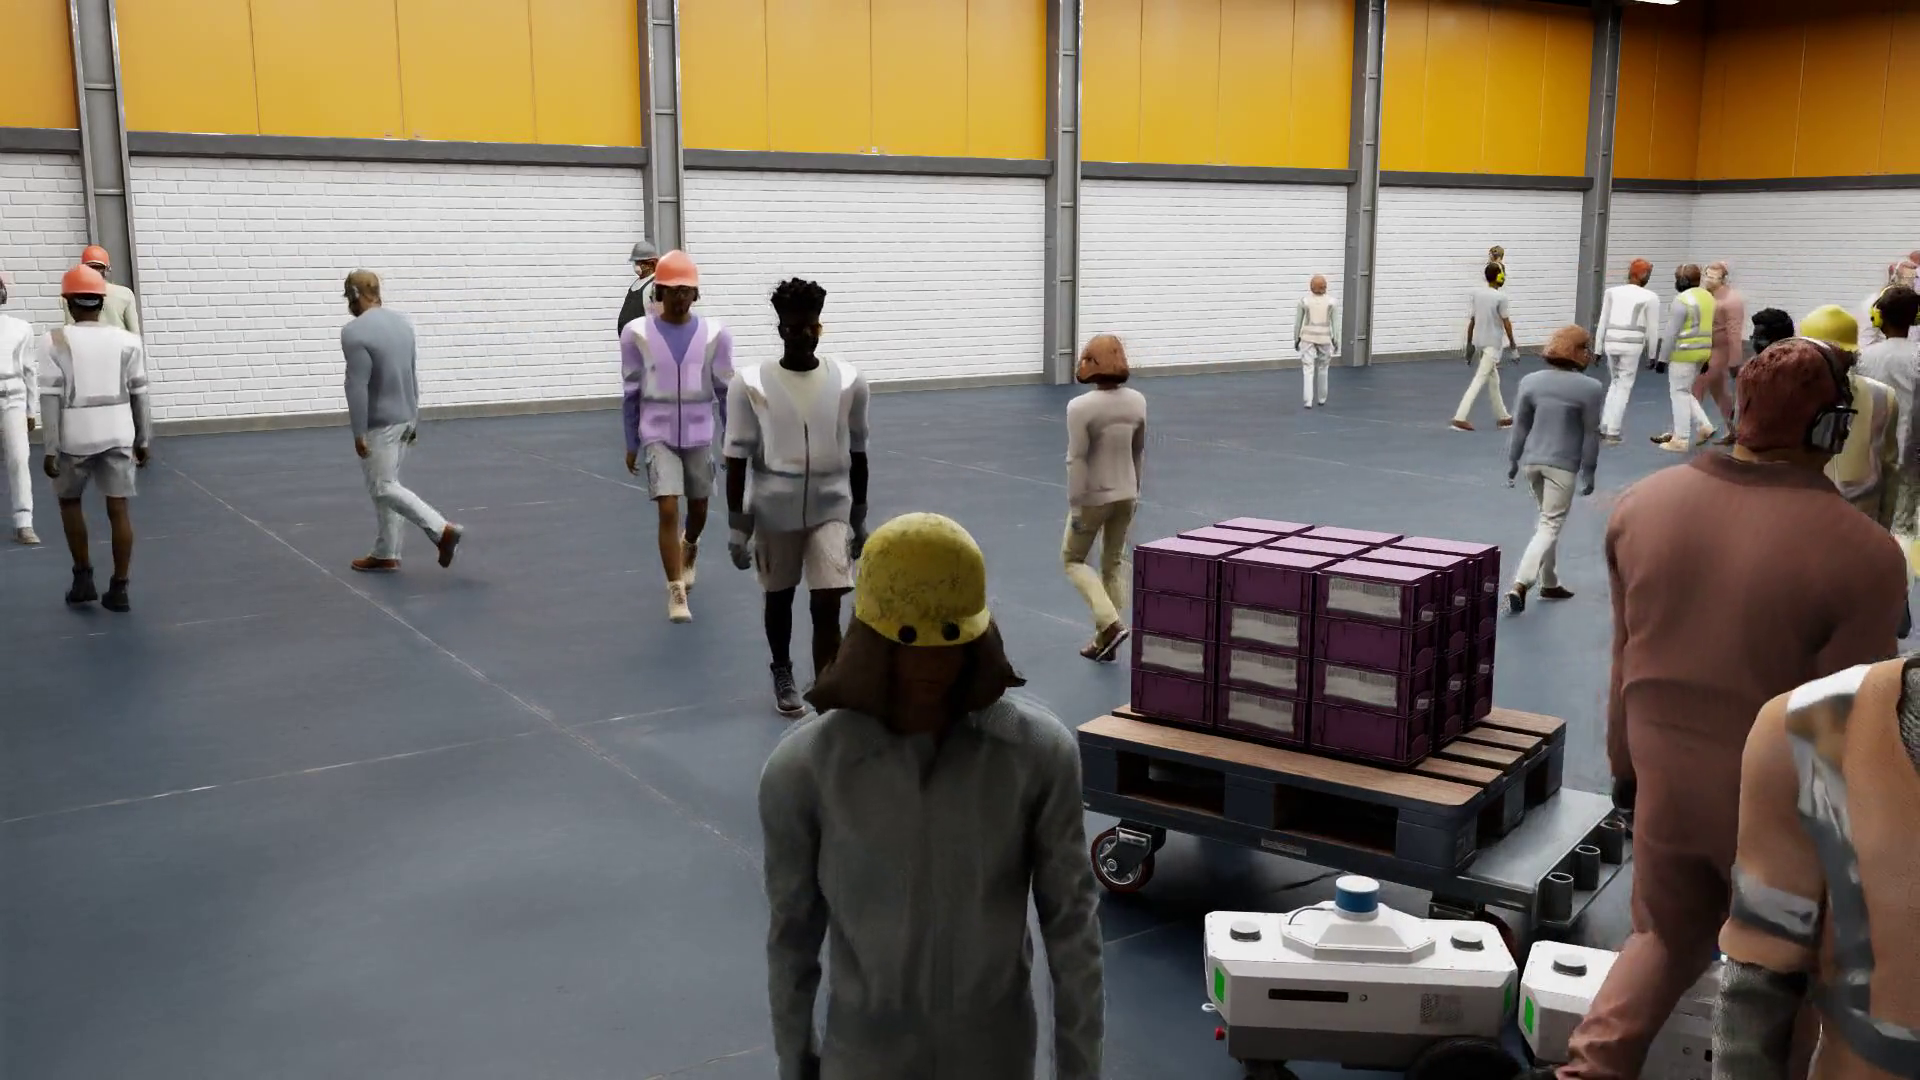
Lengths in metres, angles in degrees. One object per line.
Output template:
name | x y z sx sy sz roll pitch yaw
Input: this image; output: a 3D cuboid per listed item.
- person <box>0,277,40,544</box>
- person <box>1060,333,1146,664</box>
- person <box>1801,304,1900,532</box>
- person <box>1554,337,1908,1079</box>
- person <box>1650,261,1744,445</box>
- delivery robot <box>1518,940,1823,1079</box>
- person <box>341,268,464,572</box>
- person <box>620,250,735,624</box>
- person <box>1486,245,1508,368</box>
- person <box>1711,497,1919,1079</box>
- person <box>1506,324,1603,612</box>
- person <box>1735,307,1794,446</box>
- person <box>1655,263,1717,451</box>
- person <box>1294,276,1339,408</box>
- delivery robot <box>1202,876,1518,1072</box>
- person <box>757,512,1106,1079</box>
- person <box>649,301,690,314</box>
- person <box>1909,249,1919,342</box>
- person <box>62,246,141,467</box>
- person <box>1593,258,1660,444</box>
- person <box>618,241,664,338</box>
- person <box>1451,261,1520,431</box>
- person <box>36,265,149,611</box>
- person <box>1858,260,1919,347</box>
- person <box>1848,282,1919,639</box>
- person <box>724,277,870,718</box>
person | -6.638 -0.913 11.407 0.577 1.855 0.826 -9 13 -40
person | 0.705 -0.181 8.022 0.505 1.622 0.407 -7 12 -32
person | 3.459 -0.037 6.710 0.610 1.809 0.473 2 11 13
person | 1.565 0.526 3.412 0.690 1.883 0.646 -7 12 -34
person | 7.395 -1.825 16.433 1.039 1.839 0.649 -1 10 -4
delivery robot | 1.624 1.093 3.698 0.707 0.478 0.477 5 11 25
person | -3.420 -0.699 10.116 0.784 1.893 0.681 3 11 14
person | -1.566 -0.597 9.247 0.615 2.018 0.877 -3 11 -16
person | 8.501 -3.701 26.439 0.359 1.938 0.635 5 12 26
person | 1.210 0.780 1.965 0.629 1.904 0.465 7 13 35
person | 3.276 -0.402 9.288 0.773 1.602 0.498 -7 13 -35
person | 4.627 -0.486 9.512 0.407 1.697 0.576 -2 10 -8
person | 7.041 -1.761 16.138 0.630 1.823 0.440 -9 13 -40
person | 4.362 -2.424 20.381 0.537 1.596 0.784 2 11 11
delivery robot | 0.935 1.045 3.964 0.707 0.478 0.477 1 10 6
person | -0.044 0.787 2.510 0.492 1.694 0.898 -3 11 -14
person | -2.909 -1.807 16.633 0.554 1.727 0.598 4 11 23
person | 14.590 -3.515 25.585 0.662 1.889 0.651 -5 12 -27
person | -7.685 -1.633 14.947 0.611 1.996 0.378 -6 12 -31
person | 6.706 -1.892 16.732 0.541 1.860 0.600 -8 13 -36
person | -3.264 -2.067 17.203 0.538 2.000 0.683 -7 12 -34
person | 5.709 -2.077 17.891 1.002 1.818 0.525 -4 11 -20
person | -4.853 -0.567 9.309 0.587 1.916 0.629 -9 14 -42
person | 7.922 -1.459 14.298 0.660 1.884 0.701 -5 11 -24
person | 4.806 -0.398 8.591 0.524 1.848 0.684 4 11 22
person | -0.662 -0.121 6.883 0.615 1.915 1.029 -2 11 -13
